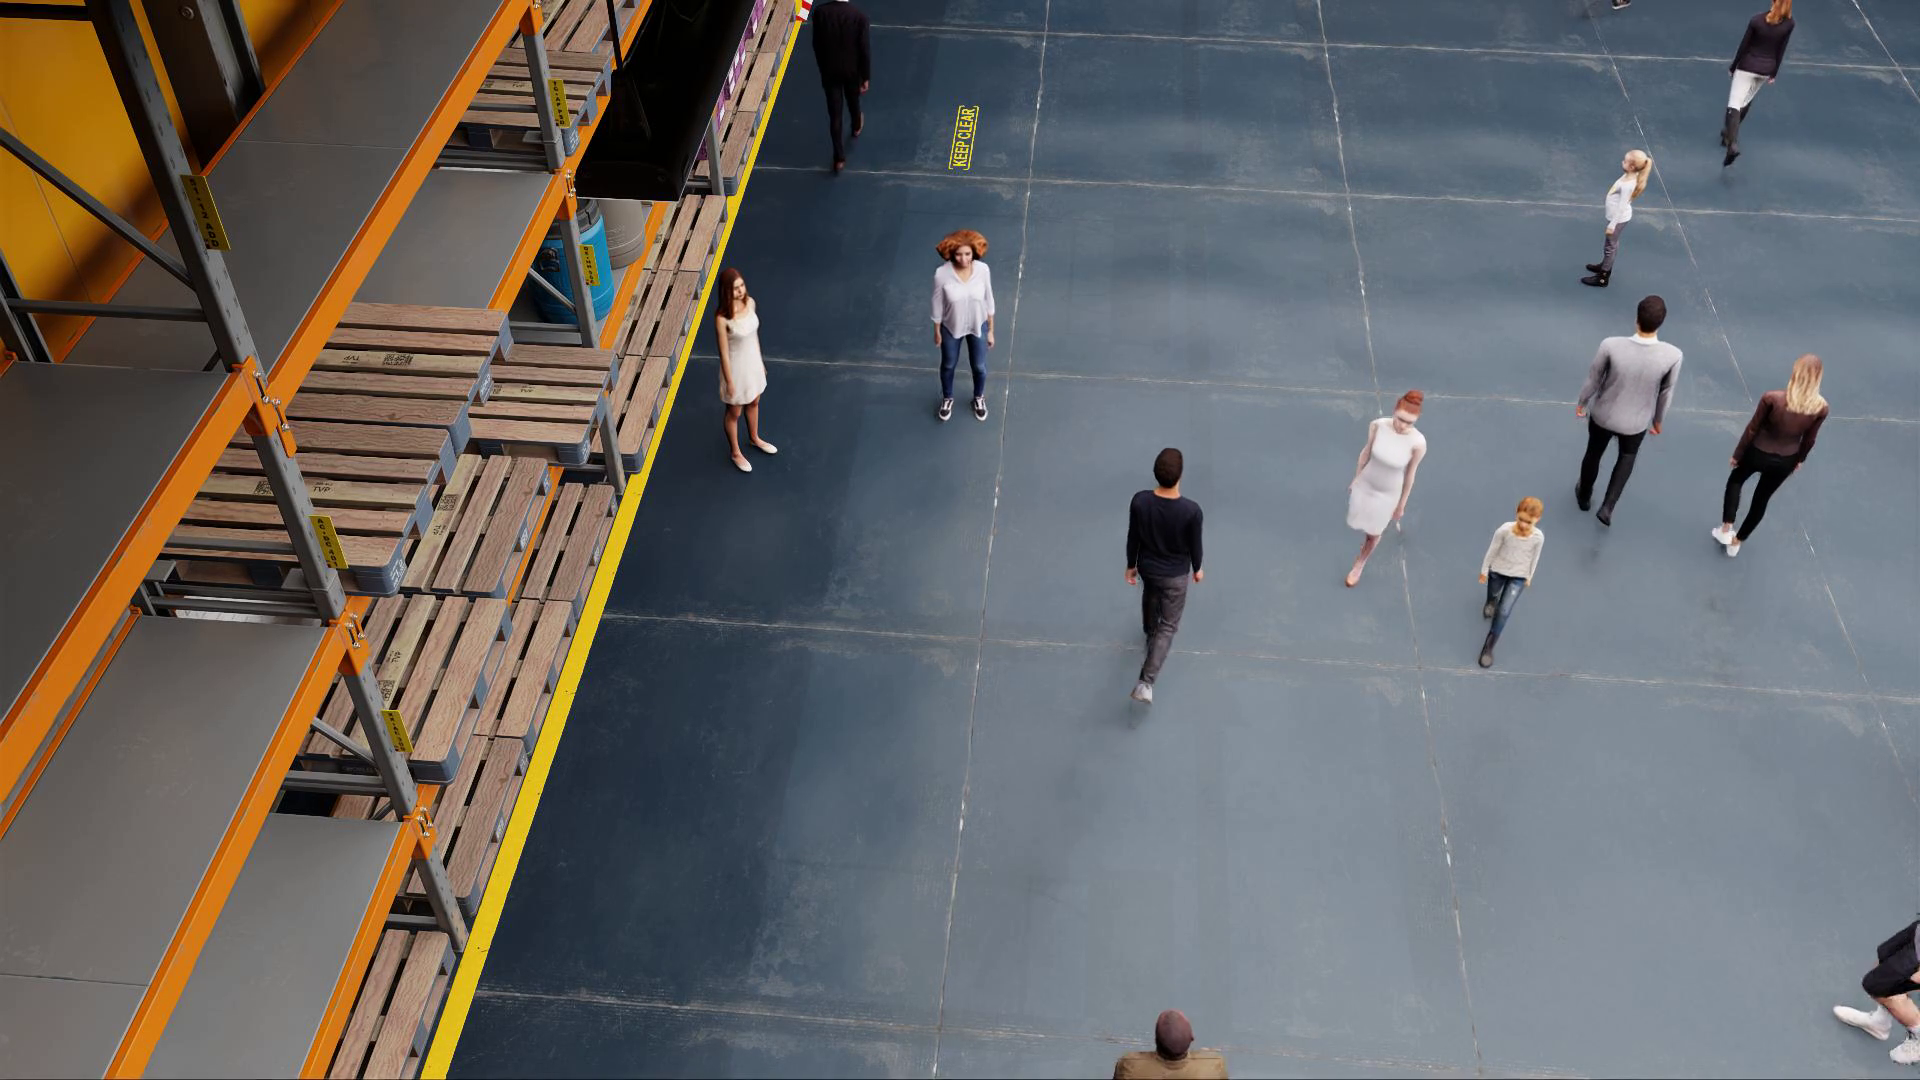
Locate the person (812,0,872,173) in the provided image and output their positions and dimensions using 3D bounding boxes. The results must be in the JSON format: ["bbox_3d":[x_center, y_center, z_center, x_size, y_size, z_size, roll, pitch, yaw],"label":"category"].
[{"bbox_3d":[-1.123,-4.311,15.444,0.725,1.831,1.140,2,44,2],"label":"person"}]

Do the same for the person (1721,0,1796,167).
[{"bbox_3d":[7.416,-4.310,15.534,0.626,1.704,1.124,7,44,8],"label":"person"}]

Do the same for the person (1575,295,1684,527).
[{"bbox_3d":[4.678,-0.857,11.761,0.880,1.909,0.975,13,45,14],"label":"person"}]

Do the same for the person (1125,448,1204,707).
[{"bbox_3d":[1.284,0.252,10.649,0.926,1.838,1.267,18,47,18],"label":"person"}]

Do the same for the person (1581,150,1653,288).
[{"bbox_3d":[5.635,-2.759,14.215,0.623,1.279,0.536,21,48,21],"label":"person"}]

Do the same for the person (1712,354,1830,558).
[{"bbox_3d":[5.628,-0.514,11.560,0.680,1.690,0.603,10,44,10],"label":"person"}]

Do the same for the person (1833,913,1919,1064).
[{"bbox_3d":[5.168,2.150,8.646,0.916,1.852,0.863,25,49,24],"label":"person"}]

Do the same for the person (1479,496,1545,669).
[{"bbox_3d":[3.670,0.181,11.120,0.639,1.291,0.967,15,46,15],"label":"person"}]

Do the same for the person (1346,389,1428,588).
[{"bbox_3d":[2.926,-0.373,11.349,0.805,1.777,0.881,30,51,28],"label":"person"}]

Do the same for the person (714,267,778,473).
[{"bbox_3d":[-1.633,-1.291,12.360,0.707,1.712,0.623,30,51,28],"label":"person"}]

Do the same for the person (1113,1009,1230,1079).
[{"bbox_3d":[0.968,2.885,7.928,0.775,1.778,1.168,2,44,2],"label":"person"}]

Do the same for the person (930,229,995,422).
[{"bbox_3d":[0.029,-1.681,12.769,0.687,1.712,0.634,-2,44,-2],"label":"person"}]
